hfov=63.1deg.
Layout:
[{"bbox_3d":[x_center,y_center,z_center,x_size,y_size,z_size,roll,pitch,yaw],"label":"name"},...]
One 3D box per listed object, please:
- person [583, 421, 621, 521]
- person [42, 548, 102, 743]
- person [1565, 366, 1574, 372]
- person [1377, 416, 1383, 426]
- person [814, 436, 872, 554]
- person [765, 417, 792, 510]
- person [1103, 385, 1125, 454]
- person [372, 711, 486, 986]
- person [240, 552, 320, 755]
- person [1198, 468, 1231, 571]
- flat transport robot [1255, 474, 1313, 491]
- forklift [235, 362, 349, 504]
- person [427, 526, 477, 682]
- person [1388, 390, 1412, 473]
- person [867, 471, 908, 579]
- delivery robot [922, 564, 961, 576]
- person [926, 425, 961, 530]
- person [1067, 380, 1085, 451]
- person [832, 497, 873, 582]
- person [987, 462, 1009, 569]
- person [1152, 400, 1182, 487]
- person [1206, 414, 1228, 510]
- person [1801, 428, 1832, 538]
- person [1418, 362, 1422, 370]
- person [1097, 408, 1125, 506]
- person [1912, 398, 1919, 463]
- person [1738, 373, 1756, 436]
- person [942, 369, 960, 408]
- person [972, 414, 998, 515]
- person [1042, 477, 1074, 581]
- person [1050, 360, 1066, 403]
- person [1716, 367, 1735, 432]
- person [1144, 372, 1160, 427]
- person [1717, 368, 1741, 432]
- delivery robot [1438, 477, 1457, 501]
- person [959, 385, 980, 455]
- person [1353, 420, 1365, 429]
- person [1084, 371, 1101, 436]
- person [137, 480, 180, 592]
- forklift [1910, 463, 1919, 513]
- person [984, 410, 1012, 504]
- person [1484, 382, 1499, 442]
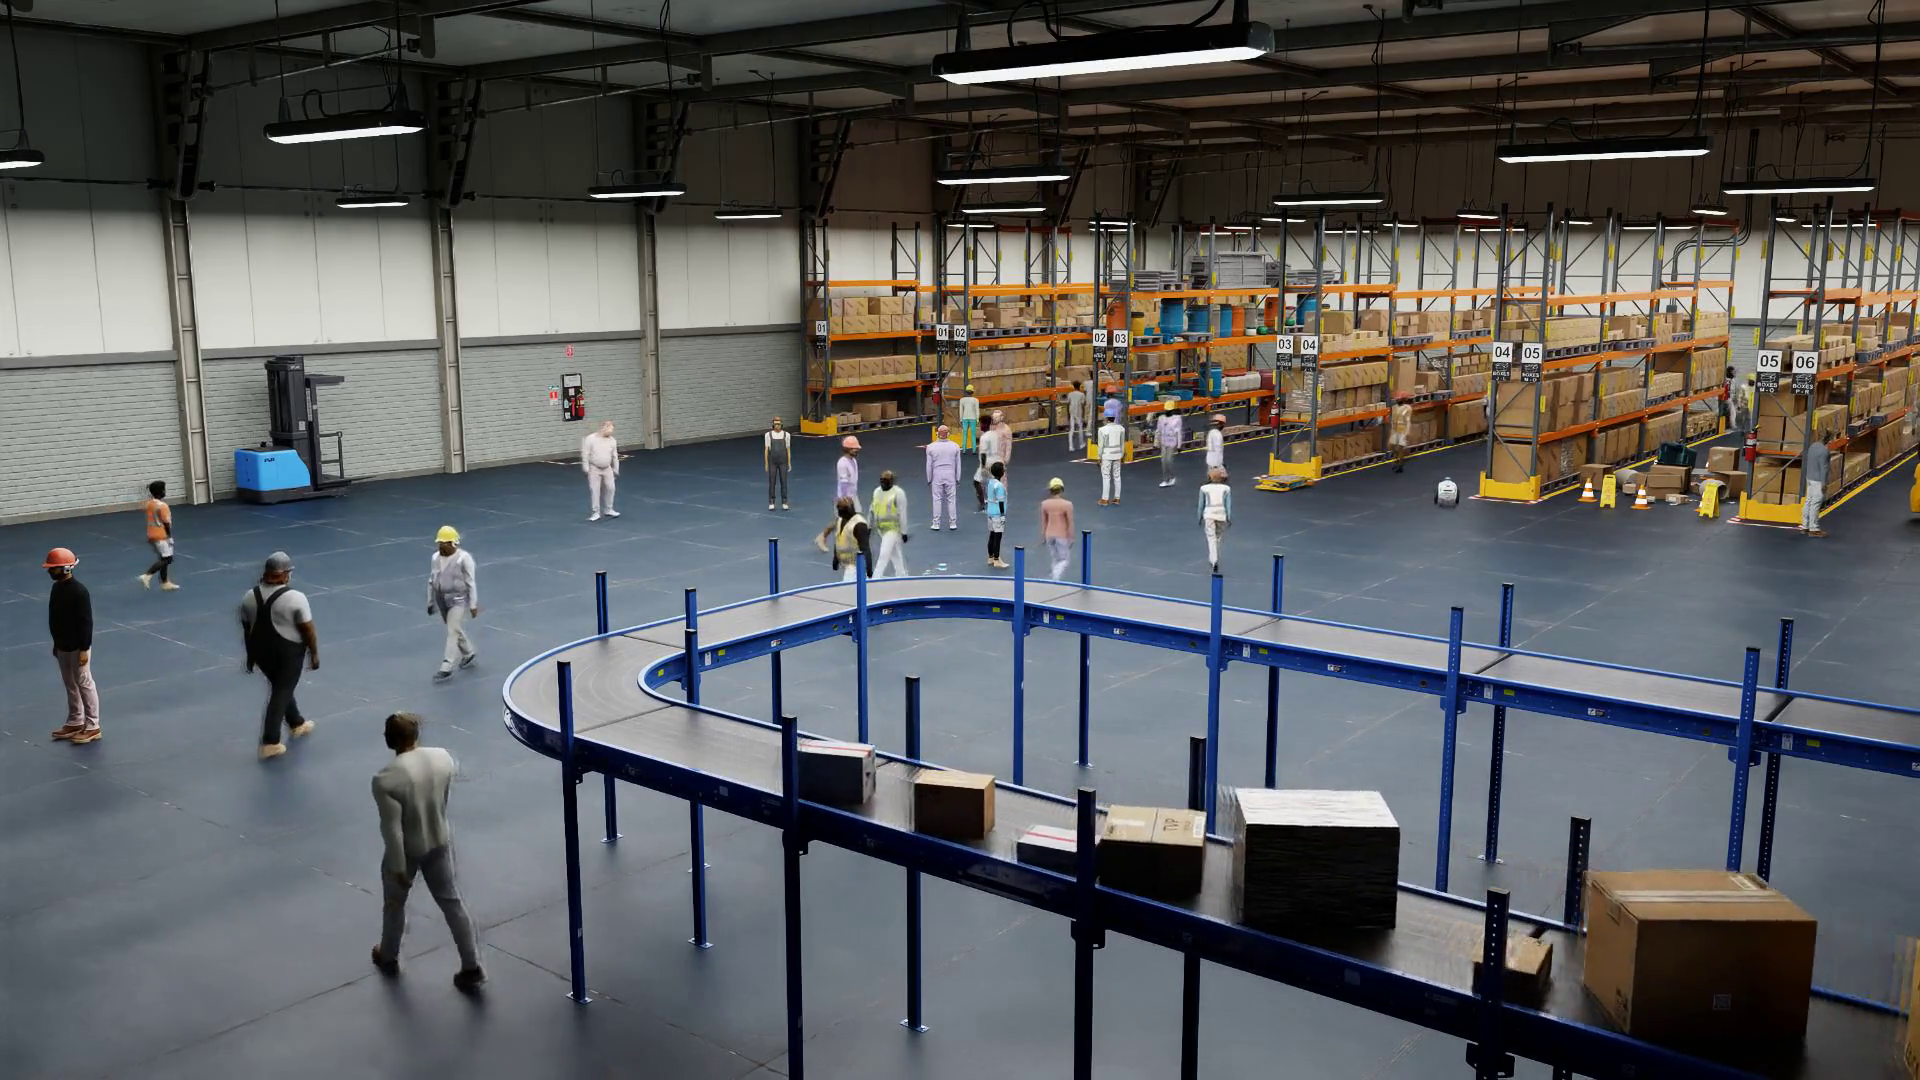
[{"bbox_3d":[-6.786,-1.313,29.628,0.729,1.876,0.410,-7,12,-35],"label":"person"},{"bbox_3d":[-9.032,1.059,15.884,0.611,1.996,0.378,7,12,33],"label":"person"},{"bbox_3d":[19.219,-4.722,49.447,0.276,1.631,0.507,1,10,6],"label":"person"},{"bbox_3d":[12.352,-4.216,45.915,0.652,1.901,0.960,5,11,28],"label":"person"},{"bbox_3d":[-1.953,-0.742,26.007,0.937,2.014,0.605,4,11,23],"label":"person"},{"bbox_3d":[-3.575,-1.503,30.761,0.528,1.843,0.365,-2,10,-13],"label":"person"},{"bbox_3d":[3.682,-2.773,37.679,0.696,1.915,0.554,9,13,41],"label":"person"},{"bbox_3d":[-3.629,2.072,10.530,1.043,1.893,0.630,8,13,39],"label":"person"},{"bbox_3d":[-6.804,1.099,15.658,0.697,2.000,1.029,2,10,14],"label":"person"},{"bbox_3d":[4.054,-0.331,24.833,0.526,1.604,0.820,0,10,-2],"label":"person"},{"bbox_3d":[7.031,-1.253,33.871,0.652,0.197,1.431,8,13,38],"label":"flat transport robot"},{"bbox_3d":[-13.803,-2.244,32.110,1.129,2.768,1.873,8,13,37],"label":"forklift"},{"bbox_3d":[-6.001,0.706,18.469,0.606,1.791,0.902,5,11,25],"label":"person"},{"bbox_3d":[10.176,-2.516,36.237,0.401,1.922,0.542,-9,13,-40],"label":"person"},{"bbox_3d":[-1.147,-0.150,23.280,0.961,1.780,0.754,-9,13,-40],"label":"person"},{"bbox_3d":[-0.244,0.459,22.445,0.698,0.223,0.335,6,12,32],"label":"delivery robot"},{"bbox_3d":[-0.302,-1.129,28.454,0.643,1.909,0.410,-1,10,-8],"label":"person"},{"bbox_3d":[3.006,-3.217,40.501,0.541,1.809,0.994,4,11,20],"label":"person"},{"bbox_3d":[-1.473,0.305,20.739,0.980,1.778,0.704,-5,11,-28],"label":"person"},{"bbox_3d":[0.602,-0.407,24.966,0.315,1.700,0.541,-3,11,-18],"label":"person"},{"bbox_3d":[4.485,-2.084,33.850,0.646,1.899,0.422,10,14,44],"label":"person"},{"bbox_3d":[5.091,-1.518,30.694,0.592,1.891,0.590,-2,10,-11],"label":"person"},{"bbox_3d":[15.269,-1.035,27.847,0.379,1.935,0.629,1,10,7],"label":"person"},{"bbox_3d":[13.903,-4.520,47.621,0.570,1.878,0.681,-8,13,-36],"label":"person"},{"bbox_3d":[3.015,-1.662,31.336,0.605,1.948,0.391,-5,11,-25],"label":"person"},{"bbox_3d":[22.854,-2.704,36.969,0.644,2.028,0.425,8,13,37],"label":"person"},{"bbox_3d":[21.986,-3.761,43.591,0.592,1.800,0.875,4,11,23],"label":"person"},{"bbox_3d":[-0.262,-4.181,45.963,0.604,1.789,0.942,2,10,13],"label":"person"},{"bbox_3d":[0.470,-1.456,30.193,0.581,1.948,0.604,6,12,31],"label":"person"},{"bbox_3d":[1.390,-0.031,22.763,0.525,1.738,0.535,6,12,29],"label":"person"},{"bbox_3d":[3.015,-4.564,47.813,0.591,1.904,0.817,8,13,39],"label":"person"},{"bbox_3d":[22.067,-4.040,44.972,0.617,1.880,0.600,-9,13,-41],"label":"person"},{"bbox_3d":[5.615,-4.124,46.102,0.526,1.621,0.519,9,13,40],"label":"person"},{"bbox_3d":[22.036,-4.044,45.036,0.912,1.847,0.592,3,10,15],"label":"person"},{"bbox_3d":[9.805,-1.014,31.465,0.477,0.478,0.707,3,10,15],"label":"delivery robot"},{"bbox_3d":[0.251,-3.052,39.671,0.533,1.768,0.310,3,10,16],"label":"person"},{"bbox_3d":[11.677,-4.277,45.932,0.613,1.991,0.392,6,12,31],"label":"person"},{"bbox_3d":[3.766,-3.856,44.038,0.558,1.818,0.956,7,13,36],"label":"person"},{"bbox_3d":[-11.818,-0.044,22.965,0.530,1.678,0.545,9,13,41],"label":"person"},{"bbox_3d":[19.034,-1.348,28.998,2.313,2.155,1.214,8,13,37],"label":"forklift"},{"bbox_3d":[0.733,-1.657,31.414,0.652,1.909,0.409,9,14,42],"label":"person"},{"bbox_3d":[14.217,-3.355,41.599,0.545,1.675,0.428,8,13,38],"label":"person"}]
